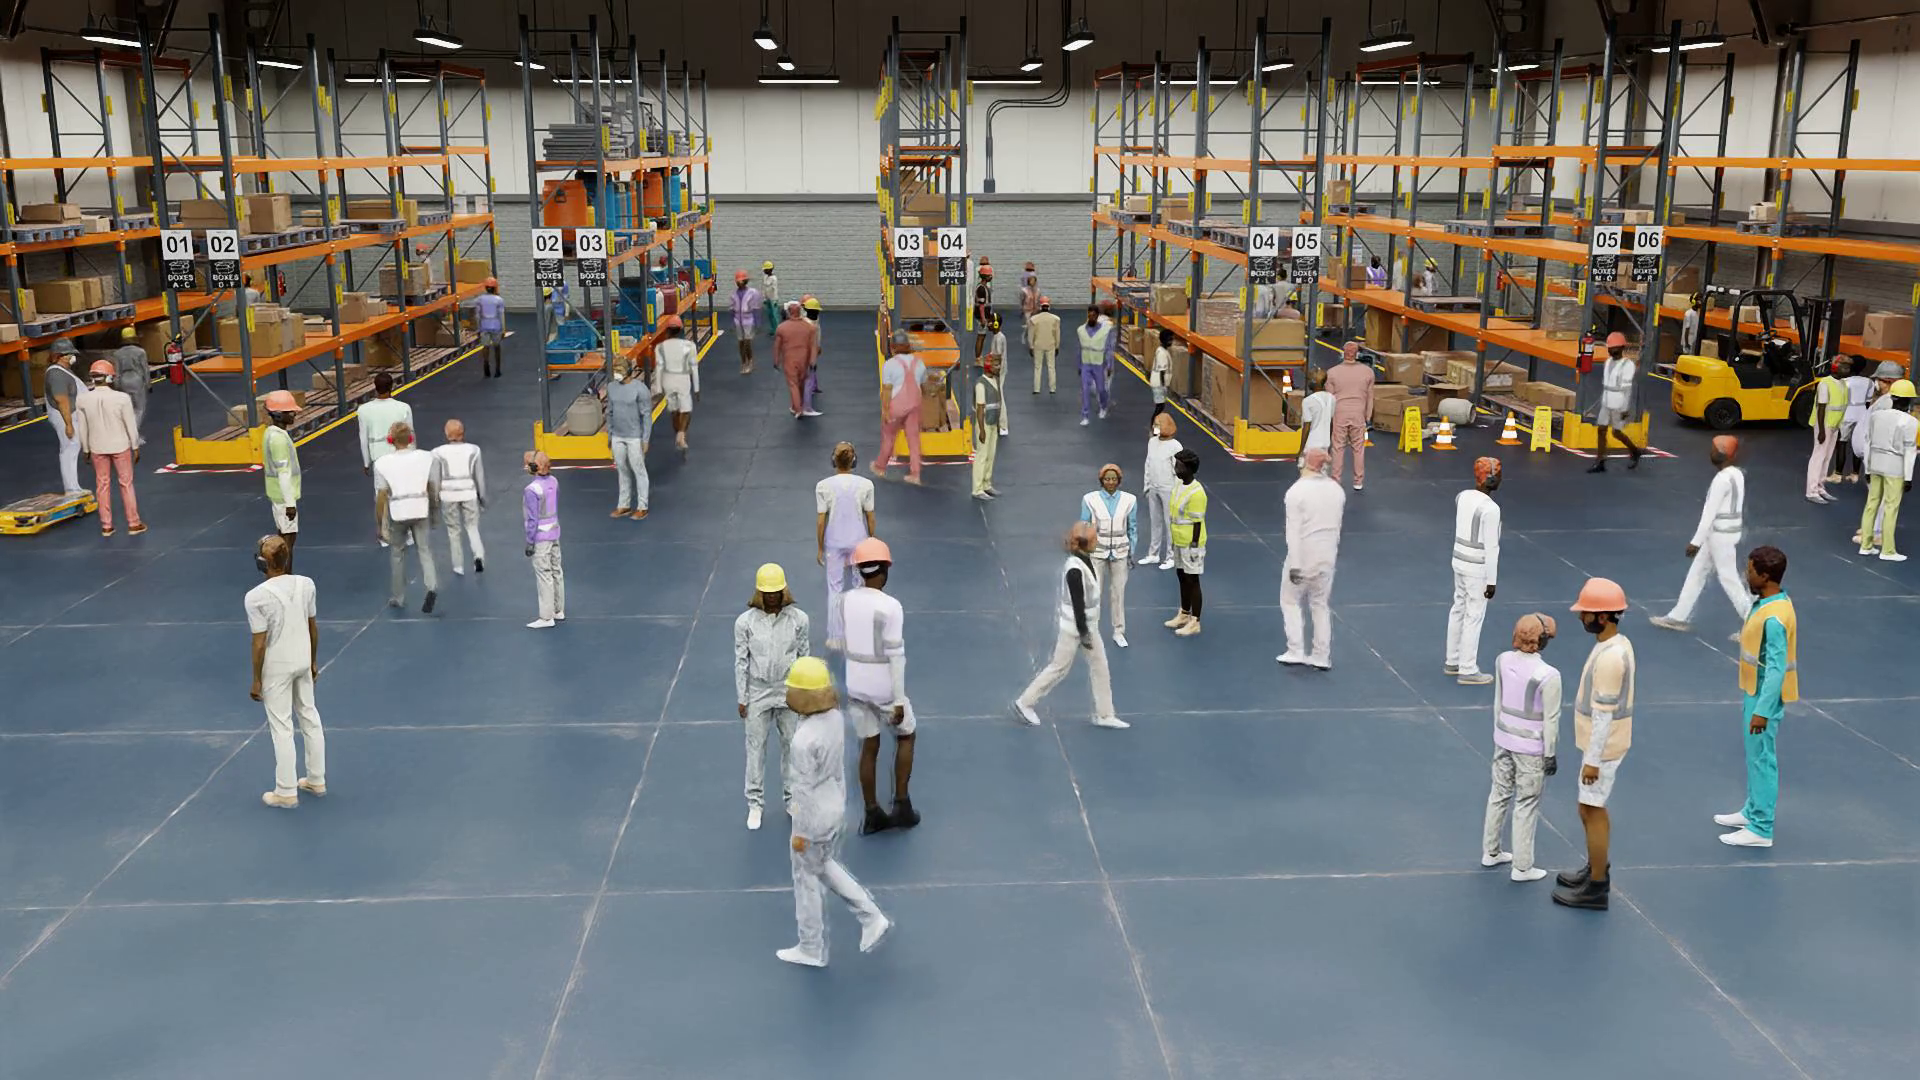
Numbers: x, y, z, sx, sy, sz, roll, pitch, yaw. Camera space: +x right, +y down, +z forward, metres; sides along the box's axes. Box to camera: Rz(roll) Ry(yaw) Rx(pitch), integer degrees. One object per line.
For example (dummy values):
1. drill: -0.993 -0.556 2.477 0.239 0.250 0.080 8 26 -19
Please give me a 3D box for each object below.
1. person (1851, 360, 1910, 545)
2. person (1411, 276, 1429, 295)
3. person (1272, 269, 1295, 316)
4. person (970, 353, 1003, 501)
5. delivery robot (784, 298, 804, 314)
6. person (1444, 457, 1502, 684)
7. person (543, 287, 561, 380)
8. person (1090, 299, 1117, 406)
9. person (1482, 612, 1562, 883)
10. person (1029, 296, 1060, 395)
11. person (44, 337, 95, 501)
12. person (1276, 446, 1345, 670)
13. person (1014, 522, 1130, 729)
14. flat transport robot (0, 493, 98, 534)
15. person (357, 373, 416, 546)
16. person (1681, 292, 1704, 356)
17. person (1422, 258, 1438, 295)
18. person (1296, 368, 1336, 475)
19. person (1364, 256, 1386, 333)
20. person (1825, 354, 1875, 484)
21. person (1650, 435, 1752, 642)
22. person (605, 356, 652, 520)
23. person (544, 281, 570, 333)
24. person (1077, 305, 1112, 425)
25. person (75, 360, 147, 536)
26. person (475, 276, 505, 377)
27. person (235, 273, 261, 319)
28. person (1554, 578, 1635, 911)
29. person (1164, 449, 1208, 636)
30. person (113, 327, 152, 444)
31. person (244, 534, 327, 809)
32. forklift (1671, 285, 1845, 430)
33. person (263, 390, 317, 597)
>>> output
1. person: 10.153 -0.976 18.401 0.535 2.000 0.687 9 16 34
2. person: 10.022 -4.985 36.357 0.578 1.576 0.876 -5 14 -18
3. person: 6.868 -4.838 35.277 0.532 1.808 0.934 4 14 18
4. person: 0.325 -1.417 20.721 0.386 1.836 0.562 5 14 21
5. delivery robot: -4.201 -5.883 42.171 0.477 0.478 0.707 -6 14 -23
6. person: 4.207 0.248 13.583 0.350 1.878 0.567 -3 14 -13
7. person: -7.765 -3.900 31.398 0.346 1.756 0.518 -2 13 -8
8. person: 2.474 -3.144 28.004 0.456 1.846 0.631 -5 14 -20
9. person: 3.362 1.231 9.936 0.314 1.630 0.508 -5 14 -21
10. person: 1.493 -3.441 29.490 0.562 1.742 0.359 -1 13 -6
11. person: -11.014 -1.503 20.636 0.536 2.000 0.688 -7 15 -28
12. person: 2.975 0.157 13.974 0.664 1.867 0.534 -7 15 -27
13. person: 0.839 0.639 12.496 0.838 1.604 0.506 5 14 21
14. flat transport robot: -10.764 -0.322 19.424 0.652 0.197 1.431 1 13 4
15. person: -6.257 -0.874 18.243 0.587 1.914 0.391 -2 13 -7
16. person: 12.706 -3.370 28.914 0.309 1.868 0.535 10 17 36
17. person: 10.795 -5.568 38.292 0.404 1.836 0.598 2 13 7
18. person: 4.099 -1.073 19.233 0.506 1.847 0.345 -10 17 -36
19. person: 9.762 -5.779 39.205 0.613 1.835 0.429 -6 14 -23
20. person: 11.582 -1.566 21.639 0.534 1.697 0.318 -2 13 -9
21. person: 6.768 -0.016 14.785 0.978 1.846 0.590 8 16 31
22. person: -3.901 -1.200 19.575 0.635 1.936 0.353 7 15 28
23. person: -8.258 -4.631 33.877 0.606 2.045 0.389 1 13 6
24. person: 2.154 -2.801 26.463 0.600 1.893 0.823 5 14 21
25. person: -9.576 -1.032 18.758 0.611 1.985 0.393 -3 14 -11
26. person: -8.900 -4.023 31.552 0.552 1.925 0.589 -2 13 -7
27. person: -14.299 -4.444 33.494 0.533 1.854 0.670 -1 13 -6
28. person: 3.661 1.164 9.594 0.390 1.922 0.554 6 14 23
29. person: 2.042 0.016 14.954 0.319 1.694 0.533 -3 14 -14
30. person: -12.285 -2.281 24.629 0.503 1.711 0.630 1 13 4
31. person: -4.479 0.864 11.029 0.345 1.846 0.506 8 15 29
32. forklift: 12.503 -2.886 26.166 2.313 2.155 1.214 -1 13 -3
33. person: -6.505 -0.435 16.108 0.390 2.040 0.614 -7 15 -28
